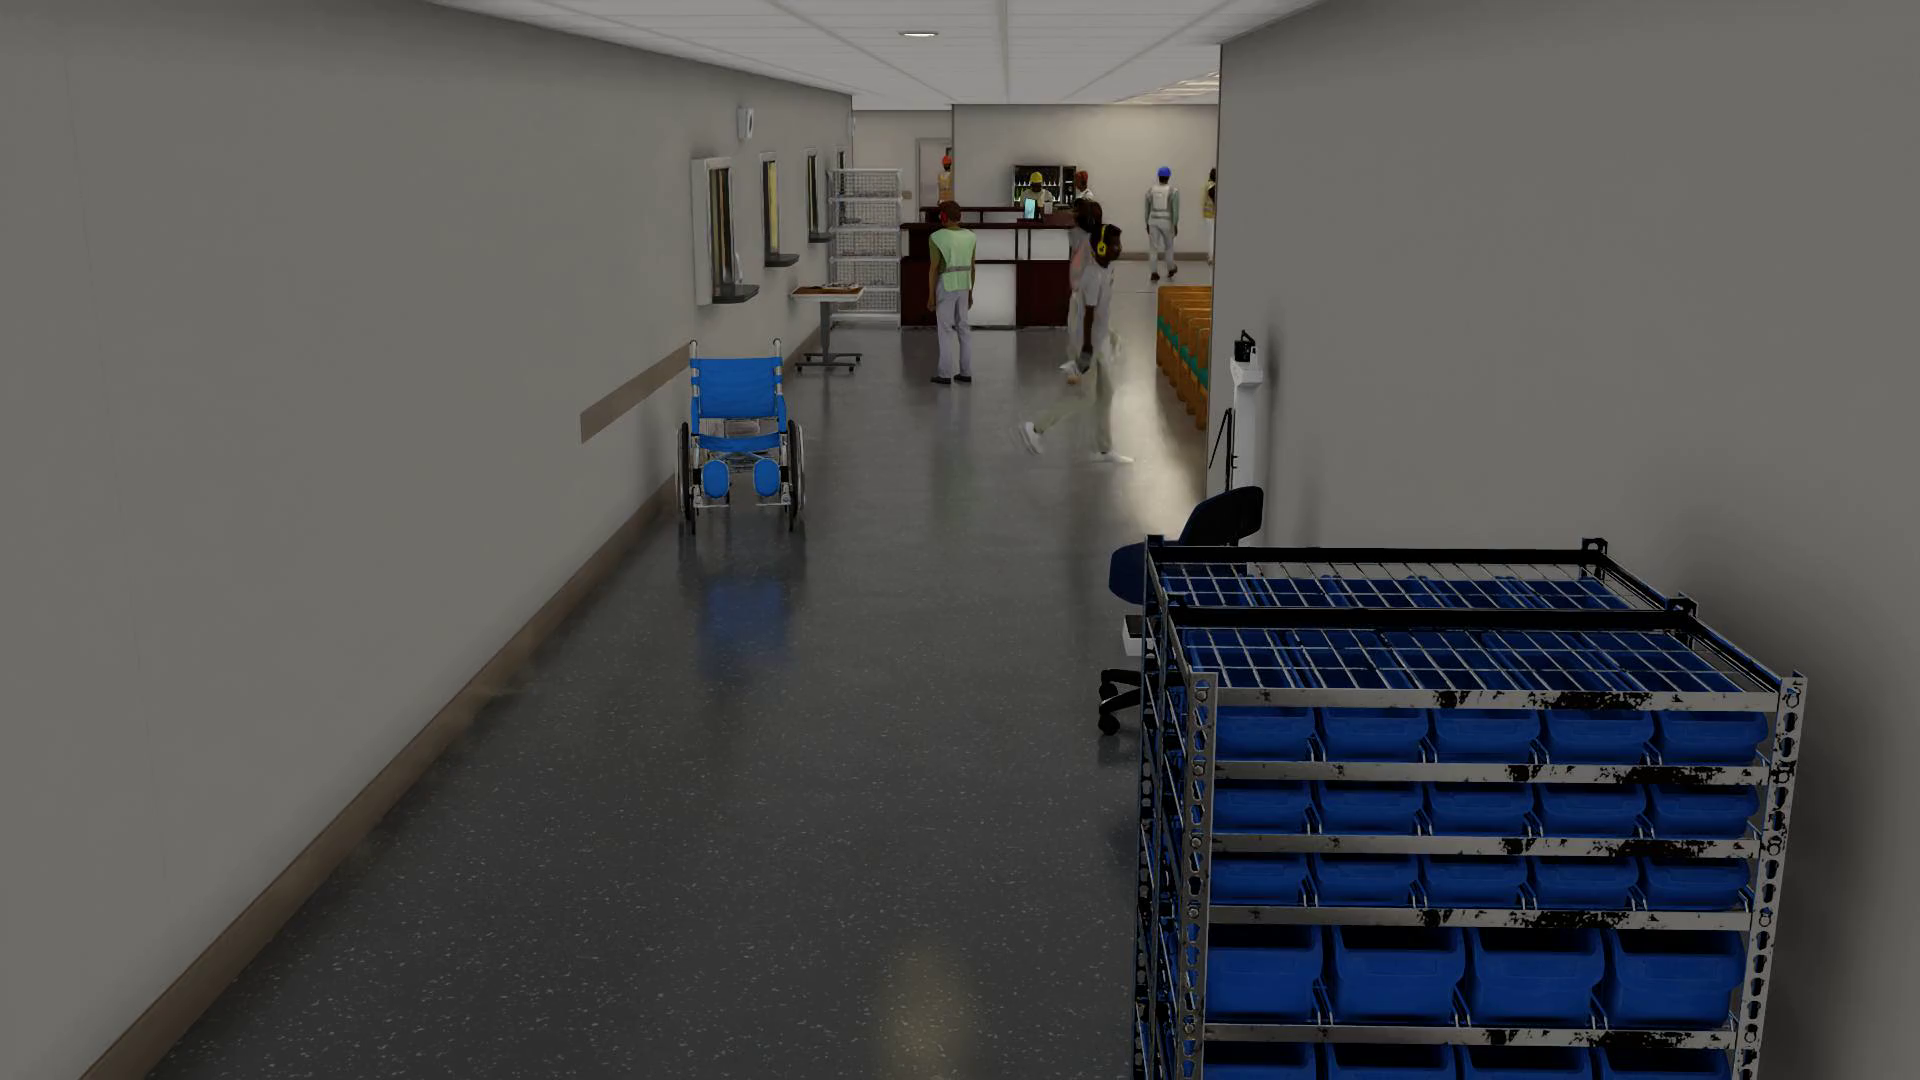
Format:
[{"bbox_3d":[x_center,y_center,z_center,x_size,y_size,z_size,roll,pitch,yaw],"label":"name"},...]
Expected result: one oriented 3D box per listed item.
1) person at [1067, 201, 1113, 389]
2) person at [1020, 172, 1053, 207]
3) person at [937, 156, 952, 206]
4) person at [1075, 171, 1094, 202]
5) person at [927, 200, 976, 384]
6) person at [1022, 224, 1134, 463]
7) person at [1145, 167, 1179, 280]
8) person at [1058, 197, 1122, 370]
[{"bbox_3d":[1.291,-2.413,16.443,0.430,1.840,0.623,-3,14,-13],"label":"person"},{"bbox_3d":[1.307,-5.421,28.686,0.597,1.824,0.403,1,14,5],"label":"person"},{"bbox_3d":[-0.296,-7.997,38.895,0.552,1.936,0.359,7,15,25],"label":"person"},{"bbox_3d":[1.972,-4.962,26.682,0.359,1.887,0.573,-3,14,-11],"label":"person"},{"bbox_3d":[-0.065,-2.488,16.759,0.560,1.837,0.387,-11,18,-38],"label":"person"},{"bbox_3d":[0.917,-1.478,12.651,0.779,1.845,0.519,2,14,6],"label":"person"},{"bbox_3d":[3.498,-5.451,28.632,0.639,1.896,0.965,6,15,22],"label":"person"},{"bbox_3d":[1.419,-2.766,17.898,0.842,1.837,0.537,-13,19,-43],"label":"person"}]
